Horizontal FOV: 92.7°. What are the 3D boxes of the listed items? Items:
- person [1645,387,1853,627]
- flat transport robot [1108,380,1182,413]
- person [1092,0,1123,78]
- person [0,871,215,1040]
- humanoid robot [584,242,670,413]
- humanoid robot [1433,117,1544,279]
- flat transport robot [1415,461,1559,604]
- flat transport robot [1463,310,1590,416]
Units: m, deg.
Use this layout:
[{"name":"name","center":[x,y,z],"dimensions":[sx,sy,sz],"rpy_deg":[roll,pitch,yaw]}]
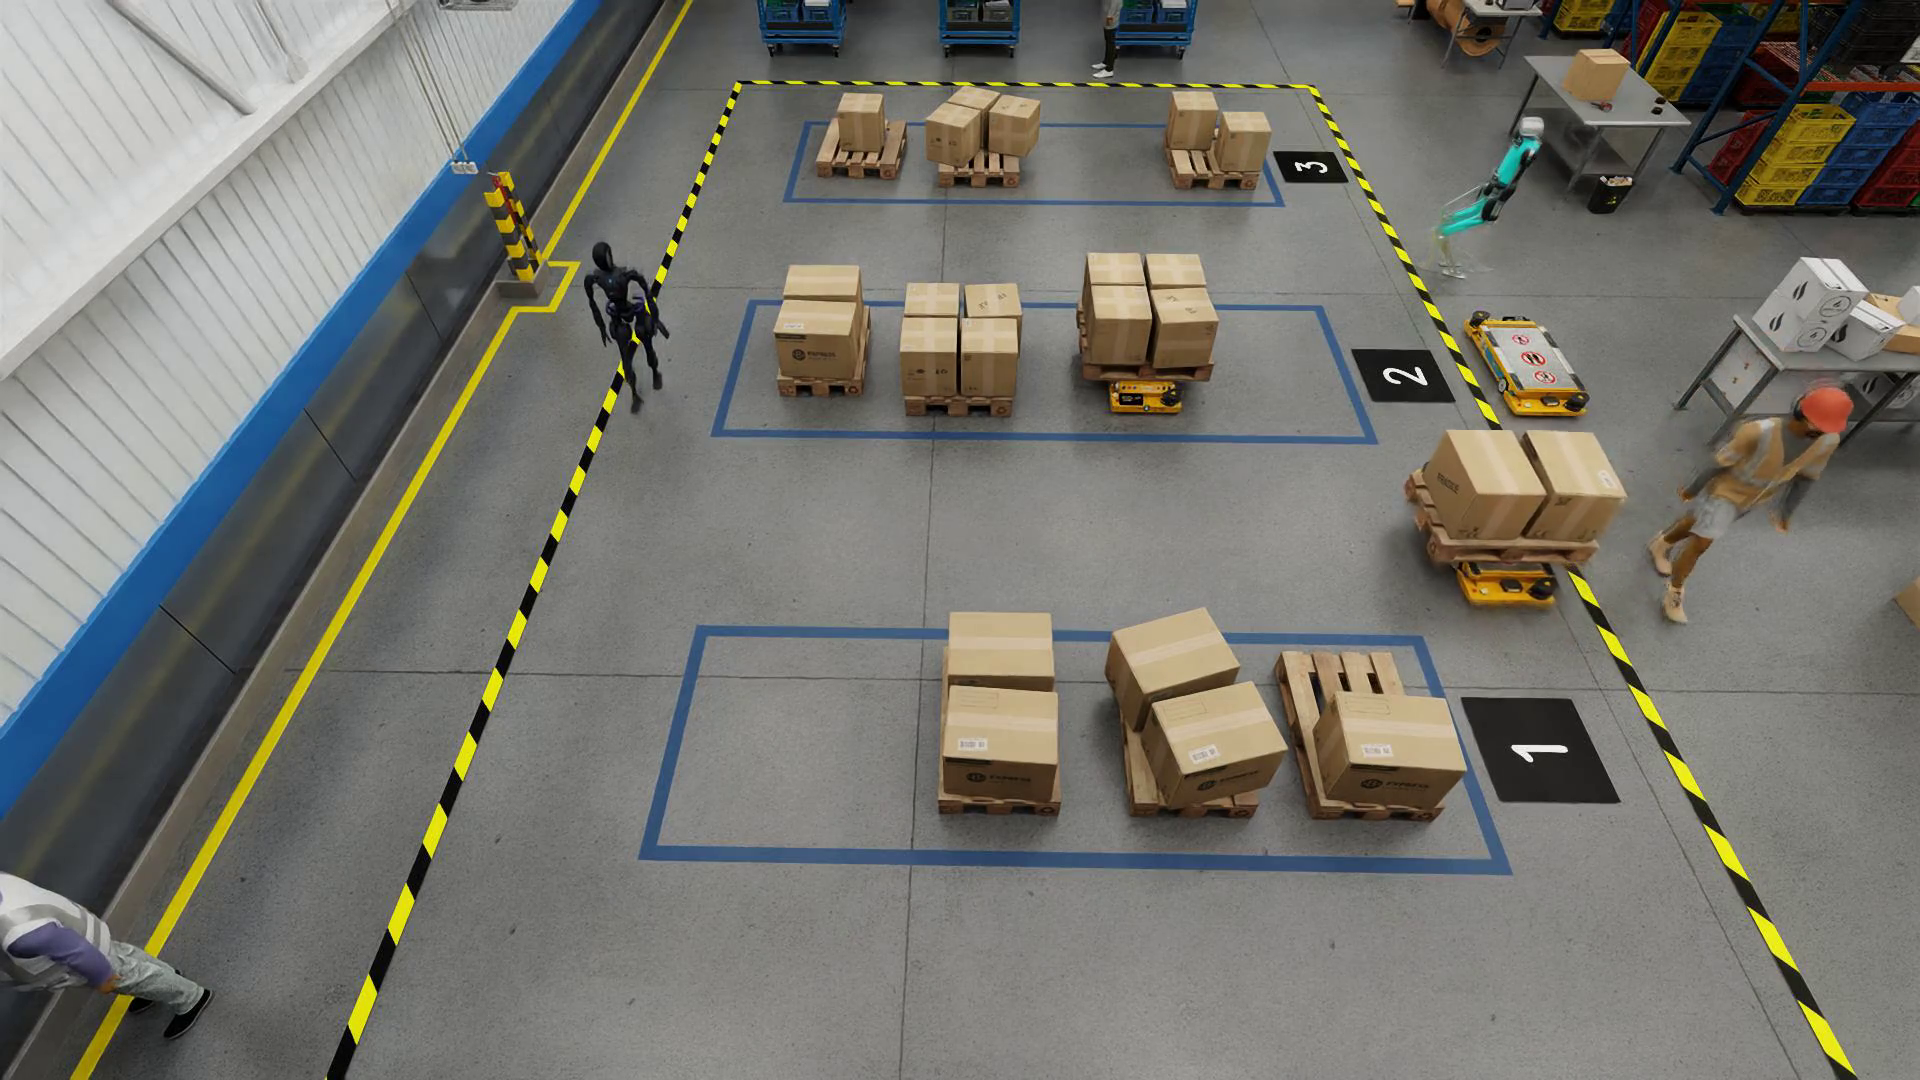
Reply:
[{"name":"person","center":[5.671,-0.242,6.593],"dimensions":[0.631,1.997,0.981],"rpy_deg":[5,49,4]},{"name":"flat transport robot","center":[1.773,-1.807,9.079],"dimensions":[0.652,0.197,1.431],"rpy_deg":[1,49,1]},{"name":"person","center":[2.121,-7.600,13.065],"dimensions":[0.388,1.849,0.597],"rpy_deg":[3,49,2]},{"name":"person","center":[-4.564,2.108,4.670],"dimensions":[0.598,1.836,0.404],"rpy_deg":[21,52,17]},{"name":"humanoid robot","center":[-2.981,-1.934,8.292],"dimensions":[0.615,1.631,0.679],"rpy_deg":[-7,50,-6]},{"name":"humanoid robot","center":[5.365,-3.561,9.555],"dimensions":[0.735,1.677,0.533],"rpy_deg":[10,50,8]},{"name":"flat transport robot","center":[4.335,-0.093,7.595],"dimensions":[0.652,0.197,1.431],"rpy_deg":[1,49,1]},{"name":"flat transport robot","center":[5.573,-1.757,9.054],"dimensions":[0.659,0.231,1.431],"rpy_deg":[1,49,1]}]
